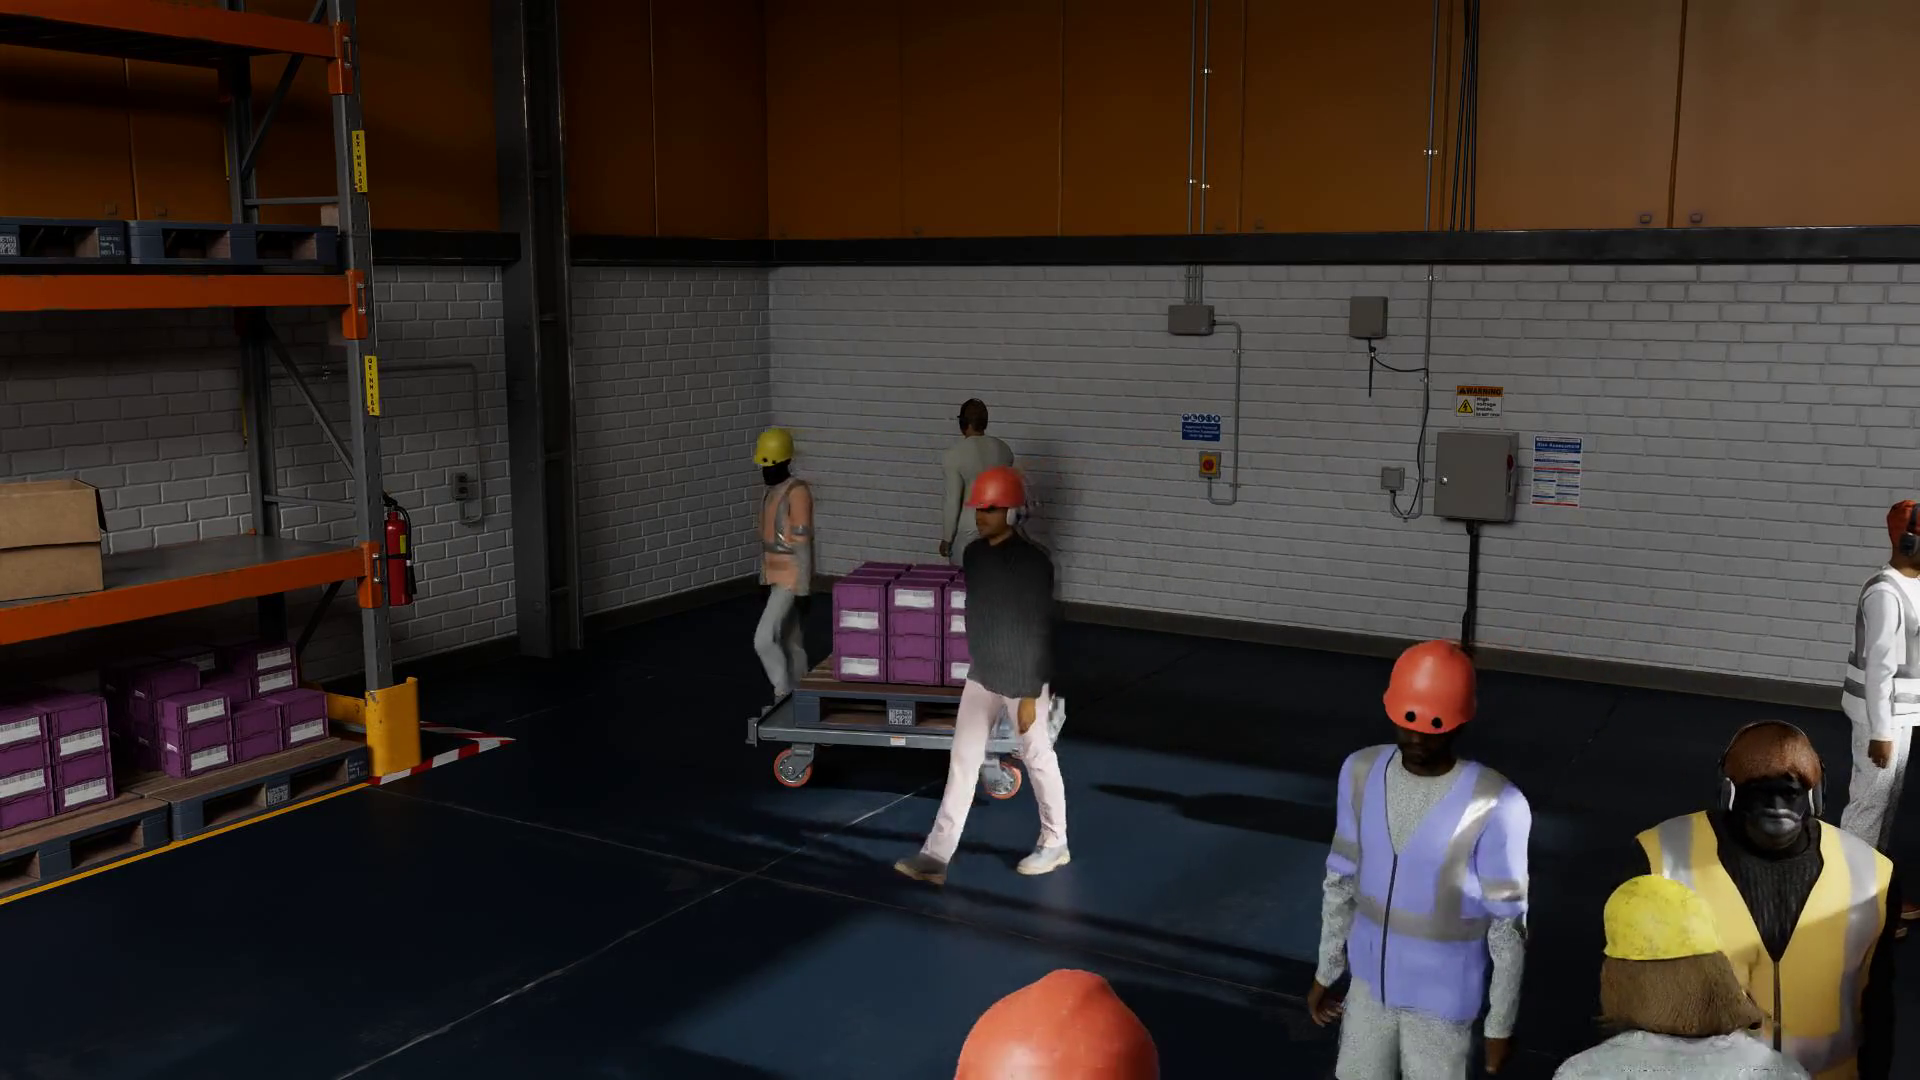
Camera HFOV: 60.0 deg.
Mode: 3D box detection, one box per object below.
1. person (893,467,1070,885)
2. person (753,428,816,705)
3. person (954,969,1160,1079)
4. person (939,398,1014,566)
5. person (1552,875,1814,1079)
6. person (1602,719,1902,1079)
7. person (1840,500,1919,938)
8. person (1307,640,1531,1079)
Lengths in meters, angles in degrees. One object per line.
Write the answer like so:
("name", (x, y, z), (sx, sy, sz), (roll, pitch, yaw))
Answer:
("person", (0.149, 0.643, 7.660), (0.999, 1.948, 0.640), (-8, 12, -41))
("person", (-1.130, 0.246, 10.329), (0.557, 1.892, 0.647), (-4, 10, -23))
("person", (0.104, 1.517, 2.018), (0.631, 2.027, 0.492), (7, 11, 37))
("person", (0.104, -0.062, 12.126), (0.630, 1.940, 0.373), (-8, 12, -40))
("person", (1.390, 1.484, 3.237), (0.546, 1.678, 0.867), (1, 9, 4))
("person", (1.820, 1.310, 3.863), (0.633, 1.841, 0.429), (2, 9, 12))
("person", (4.013, 0.760, 7.190), (0.348, 1.879, 0.578), (8, 12, 39))
("person", (1.269, 1.174, 4.522), (0.623, 1.912, 0.589), (-8, 12, -40))
